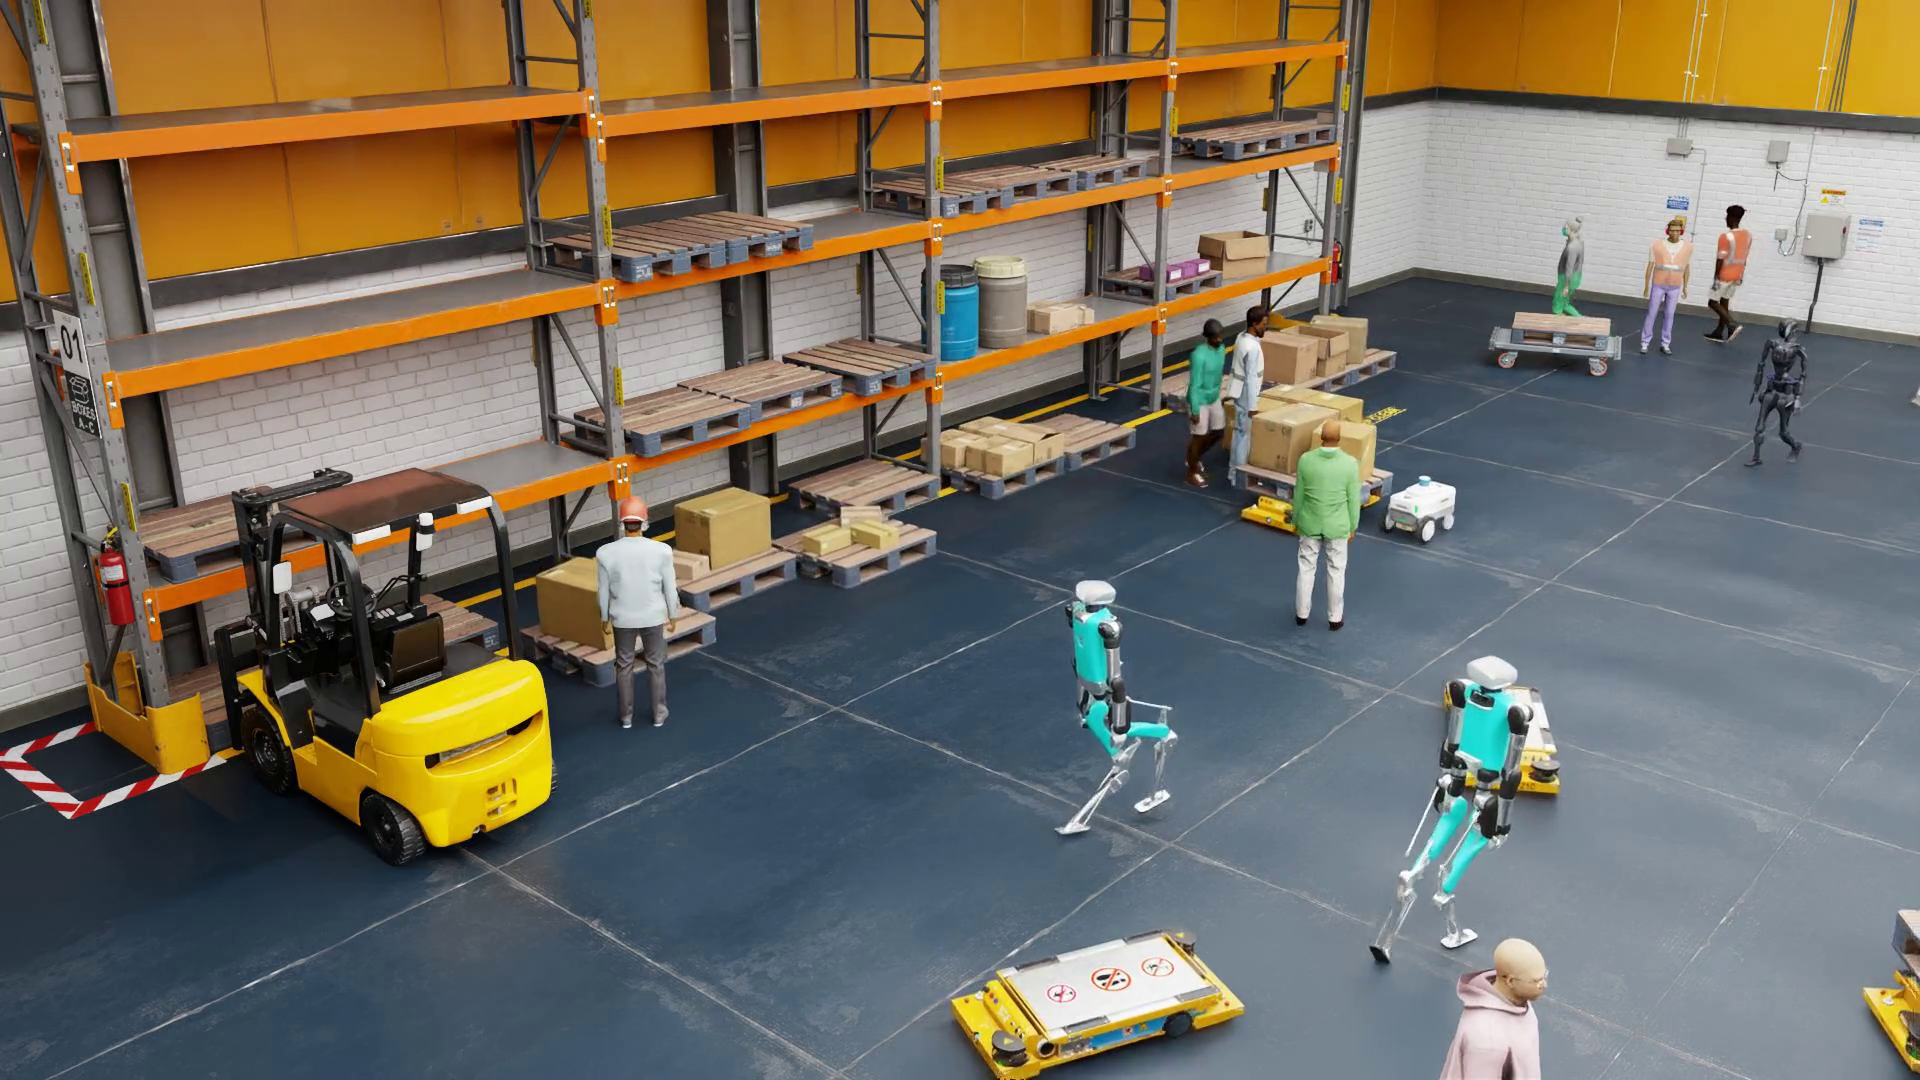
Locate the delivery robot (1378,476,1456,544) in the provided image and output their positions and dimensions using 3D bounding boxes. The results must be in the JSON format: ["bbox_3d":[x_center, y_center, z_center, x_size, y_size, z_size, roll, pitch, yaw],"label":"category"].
[{"bbox_3d":[4.429,-0.308,15.981,0.802,0.600,0.499,-17,26,-39],"label":"delivery robot"}]

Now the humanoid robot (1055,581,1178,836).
[{"bbox_3d":[1.066,1.059,10.632,1.043,1.756,0.558,-10,23,-26],"label":"humanoid robot"}]

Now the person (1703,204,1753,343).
[{"bbox_3d":[10.710,-3.669,23.083,0.612,1.949,0.611,-10,22,-25],"label":"person"}]

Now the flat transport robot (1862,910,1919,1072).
[{"bbox_3d":[5.577,2.552,8.637,1.431,0.231,0.659,2,20,6],"label":"flat transport robot"}]

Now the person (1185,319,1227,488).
[{"bbox_3d":[2.519,-1.409,17.136,0.539,1.813,0.537,-18,27,-40],"label":"person"}]

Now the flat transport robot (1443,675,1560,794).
[{"bbox_3d":[3.835,1.369,11.842,0.659,0.231,1.431,4,21,11],"label":"flat transport robot"}]

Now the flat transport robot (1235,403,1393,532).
[{"bbox_3d":[3.513,-0.389,16.605,1.431,0.231,0.659,-18,27,-40],"label":"flat transport robot"}]

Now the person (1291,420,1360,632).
[{"bbox_3d":[3.004,-0.123,13.704,0.554,1.781,0.384,6,21,16],"label":"person"}]

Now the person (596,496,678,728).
[{"bbox_3d":[-2.321,0.524,12.010,0.572,1.739,0.351,-4,21,-10],"label":"person"}]

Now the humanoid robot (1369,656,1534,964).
[{"bbox_3d":[2.649,1.579,9.228,0.903,1.819,0.548,-12,23,-29],"label":"humanoid robot"}]

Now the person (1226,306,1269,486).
[{"bbox_3d":[2.965,-1.480,17.202,0.408,1.908,0.595,-1,20,-2],"label":"person"}]

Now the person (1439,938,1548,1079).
[{"bbox_3d":[2.155,2.404,6.860,0.403,1.779,0.527,10,22,25],"label":"person"}]

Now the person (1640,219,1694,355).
[{"bbox_3d":[9.598,-3.447,22.615,0.566,1.844,0.375,4,21,10],"label":"person"}]

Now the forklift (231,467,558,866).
[{"bbox_3d":[-3.730,0.710,10.856,2.313,2.155,1.214,17,26,38],"label":"forklift"}]

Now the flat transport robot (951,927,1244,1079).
[{"bbox_3d":[0.734,2.463,8.879,1.431,0.231,0.659,-9,22,-22],"label":"flat transport robot"}]

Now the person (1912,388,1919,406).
[{"bbox_3d":[11.962,-2.477,19.976,0.601,1.849,0.453,-8,22,-21],"label":"person"}]

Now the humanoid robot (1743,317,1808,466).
[{"bbox_3d":[8.858,-1.602,17.893,0.691,1.637,0.609,-11,23,-27],"label":"humanoid robot"}]

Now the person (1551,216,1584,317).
[{"bbox_3d":[8.456,-3.587,23.016,0.594,1.824,0.516,13,24,30],"label":"person"}]
